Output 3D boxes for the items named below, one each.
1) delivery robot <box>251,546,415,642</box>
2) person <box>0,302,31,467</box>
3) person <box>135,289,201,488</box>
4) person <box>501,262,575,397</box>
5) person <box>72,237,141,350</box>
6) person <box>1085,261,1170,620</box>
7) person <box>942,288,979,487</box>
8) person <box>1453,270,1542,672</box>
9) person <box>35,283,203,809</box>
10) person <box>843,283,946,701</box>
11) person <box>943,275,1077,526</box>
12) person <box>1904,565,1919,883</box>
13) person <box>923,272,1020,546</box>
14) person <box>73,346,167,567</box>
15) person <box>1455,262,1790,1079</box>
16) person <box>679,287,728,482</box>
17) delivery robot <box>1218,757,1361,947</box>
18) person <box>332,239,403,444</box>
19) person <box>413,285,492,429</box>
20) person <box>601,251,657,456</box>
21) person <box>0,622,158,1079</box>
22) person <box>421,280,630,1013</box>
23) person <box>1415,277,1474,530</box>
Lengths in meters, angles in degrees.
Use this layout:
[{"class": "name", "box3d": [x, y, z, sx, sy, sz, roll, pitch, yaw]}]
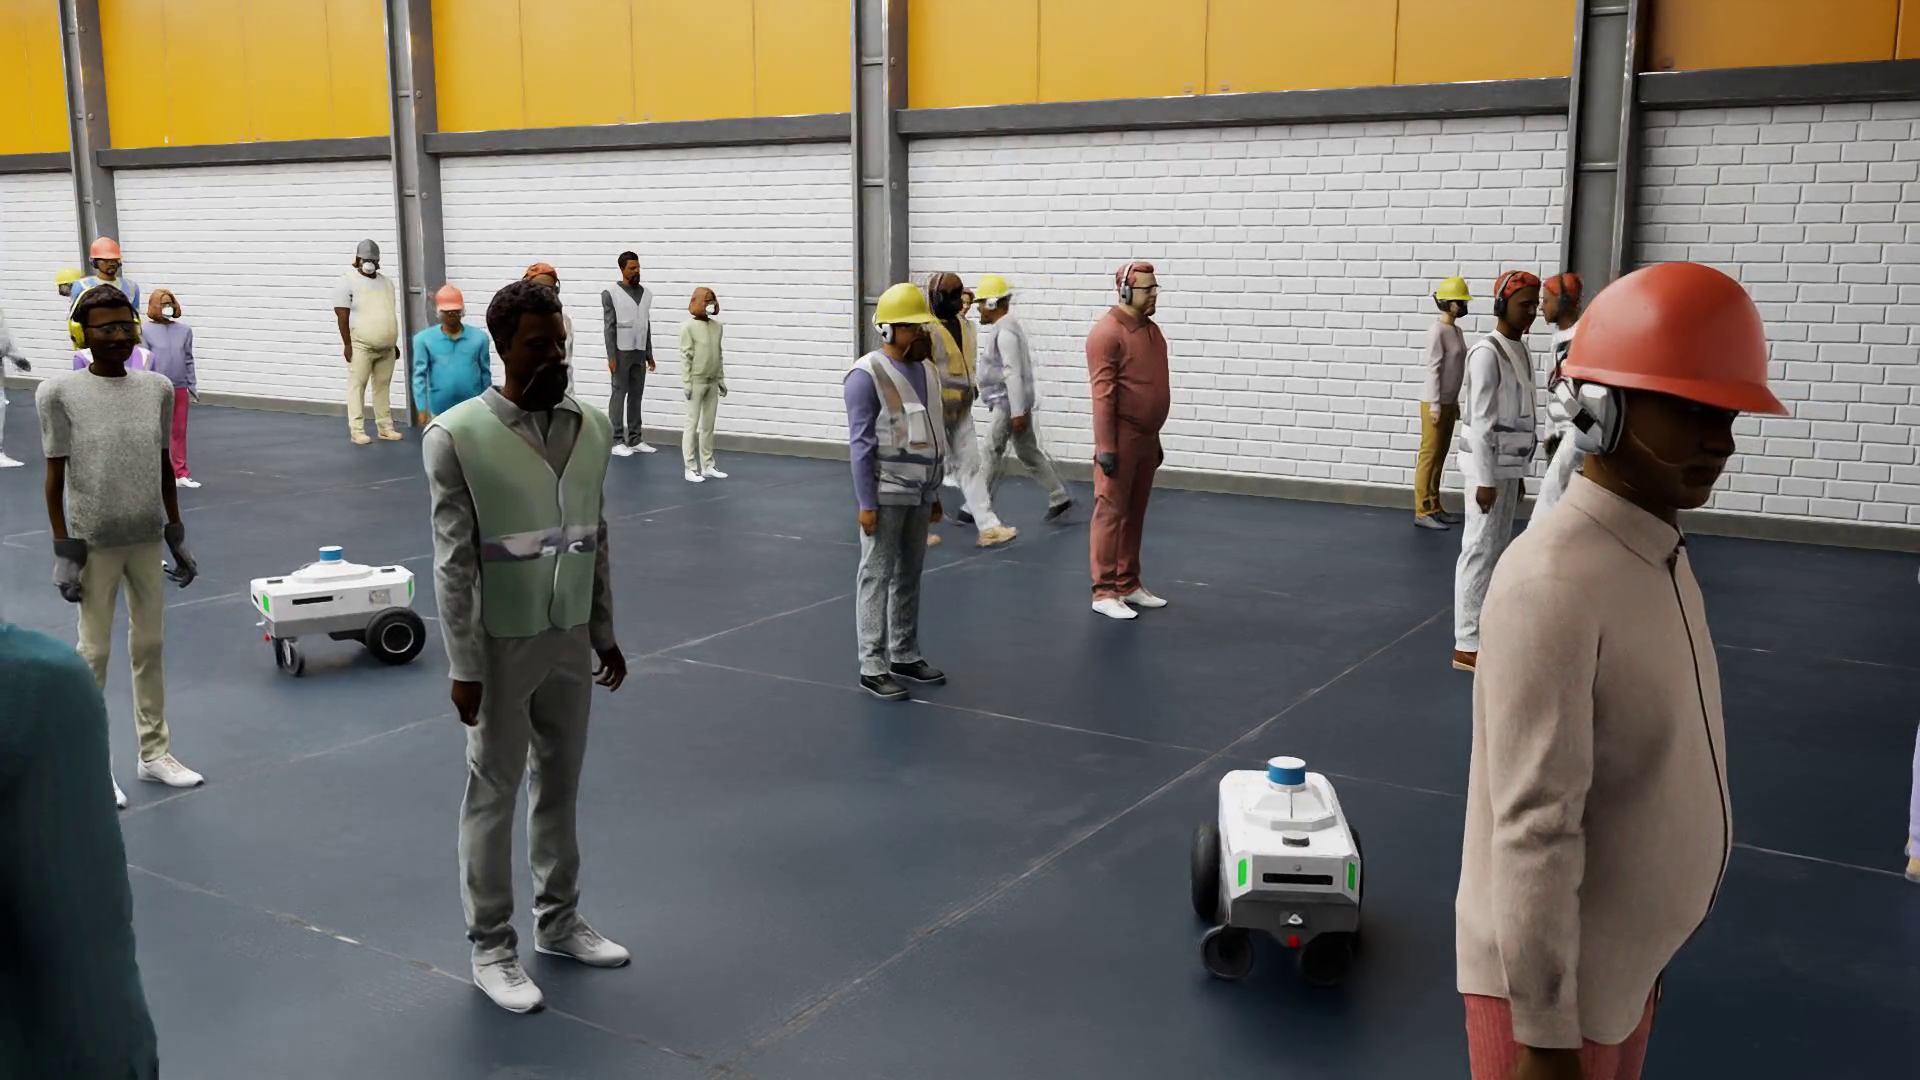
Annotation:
[{"class": "delivery robot", "box3d": [-3.002, 0.274, 7.970, 0.707, 0.478, 0.477, -6, 12, -30]}, {"class": "person", "box3d": [-8.789, -1.583, 14.919, 0.646, 1.883, 0.666, -2, 10, -12]}, {"class": "person", "box3d": [-6.413, -1.213, 13.476, 0.286, 1.633, 0.500, 7, 12, 34]}, {"class": "person", "box3d": [-2.635, -0.801, 10.506, 0.362, 1.883, 0.575, 7, 12, 34]}, {"class": "person", "box3d": [-7.666, -1.704, 15.064, 0.392, 2.045, 0.608, 7, 12, 34]}, {"class": "person", "box3d": [0.938, -0.542, 9.004, 0.400, 1.910, 0.643, 7, 12, 34]}, {"class": "person", "box3d": [-0.019, -1.265, 13.764, 0.314, 1.636, 0.515, 7, 12, 34]}, {"class": "person", "box3d": [2.537, -0.317, 7.824, 0.362, 1.883, 0.575, 7, 12, 34]}, {"class": "person", "box3d": [-3.017, 0.016, 6.012, 0.336, 1.873, 0.521, 7, 12, 34]}, {"class": "person", "box3d": [-0.262, -0.221, 7.429, 0.404, 1.834, 0.591, 7, 12, 34]}, {"class": "person", "box3d": [0.387, -0.968, 11.747, 0.941, 1.781, 0.635, 1, 10, 4]}, {"class": "person", "box3d": [3.198, 0.175, 5.200, 0.351, 1.846, 0.507, 7, 12, 34]}, {"class": "person", "box3d": [-0.029, -0.826, 10.849, 0.896, 1.802, 0.661, 7, 13, 35]}, {"class": "person", "box3d": [-5.124, -0.616, 10.164, 0.314, 1.636, 0.515, 7, 12, 34]}, {"class": "person", "box3d": [0.911, 0.610, 2.390, 0.391, 1.991, 0.613, 7, 12, 34]}, {"class": "person", "box3d": [-2.159, -1.314, 14.038, 0.286, 1.633, 0.500, 7, 12, 34]}, {"class": "delivery robot", "box3d": [0.922, 0.860, 4.721, 0.477, 0.478, 0.707, 1, 10, 5]}, {"class": "person", "box3d": [-5.879, -1.994, 16.676, 0.536, 2.000, 0.680, 7, 12, 34]}, {"class": "person", "box3d": [-3.748, -1.034, 12.301, 0.572, 1.706, 0.896, -4, 11, -21]}, {"class": "person", "box3d": [-3.131, -1.764, 15.741, 0.395, 1.920, 0.590, 7, 12, 34]}, {"class": "person", "box3d": [-1.269, 0.728, 1.884, 0.657, 1.948, 0.885, -2, 10, -12]}, {"class": "person", "box3d": [-1.157, 0.268, 4.485, 0.399, 1.919, 0.590, 7, 12, 34]}, {"class": "person", "box3d": [3.420, -0.963, 11.725, 0.327, 1.769, 0.525, 7, 12, 34]}]
